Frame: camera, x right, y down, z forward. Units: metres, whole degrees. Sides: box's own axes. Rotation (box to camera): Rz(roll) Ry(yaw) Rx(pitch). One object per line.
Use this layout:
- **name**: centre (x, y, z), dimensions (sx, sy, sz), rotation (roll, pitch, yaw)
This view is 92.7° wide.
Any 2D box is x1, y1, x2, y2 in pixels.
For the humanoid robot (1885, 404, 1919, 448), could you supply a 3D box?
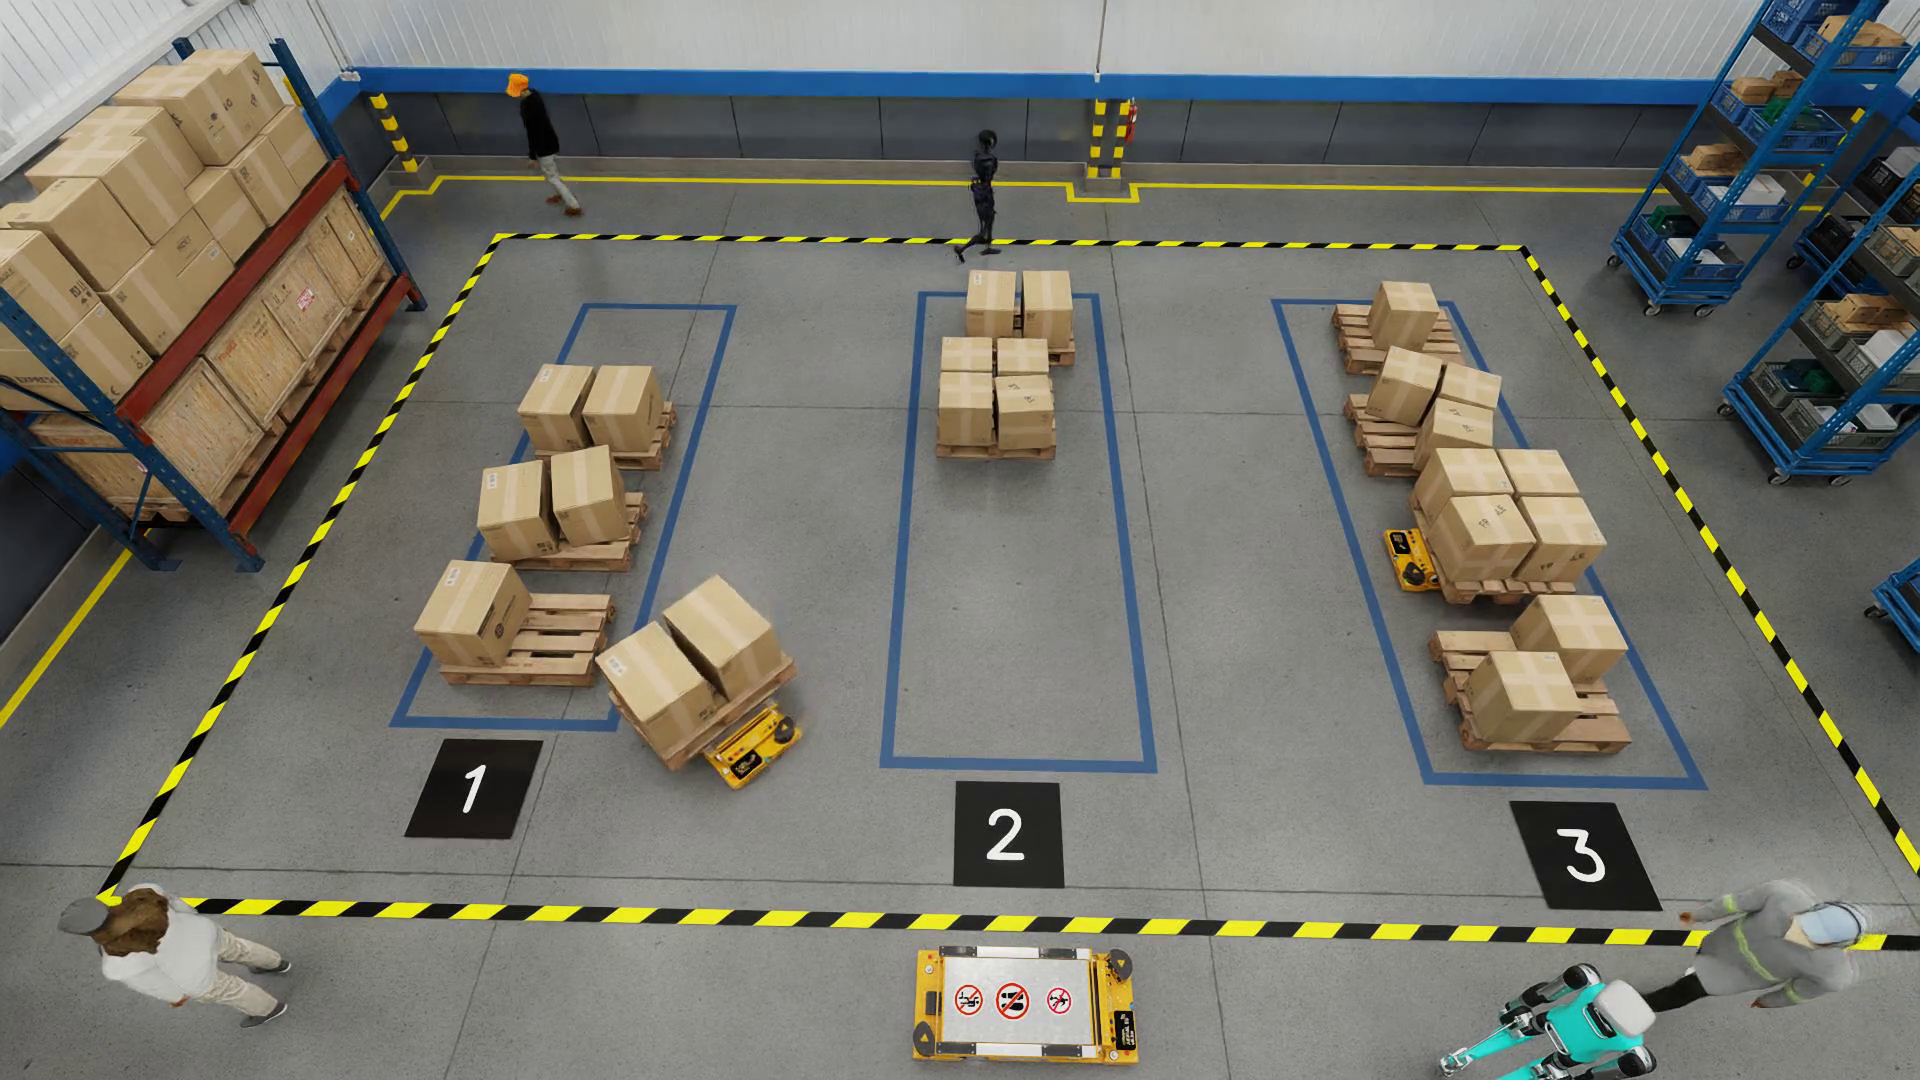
- **humanoid robot**: centre (9.446, -1.511, 8.838), dimensions (0.584, 1.644, 0.586), rotation (3, 51, 2)

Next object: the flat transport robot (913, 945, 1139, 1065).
- **flat transport robot**: centre (0.422, 3.041, 6.007), dimensions (1.431, 0.231, 0.659), rotation (1, 51, 1)

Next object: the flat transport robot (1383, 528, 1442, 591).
- **flat transport robot**: centre (4.689, 0.155, 8.342), dimensions (1.431, 0.197, 0.652), rotation (1, 51, 1)

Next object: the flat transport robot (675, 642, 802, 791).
- **flat transport robot**: centre (-1.995, 1.302, 7.406), dimensions (1.431, 0.197, 0.652), rotation (37, 60, 26)

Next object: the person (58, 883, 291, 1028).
- **person**: centre (-4.625, 2.489, 5.488), dimensions (0.395, 1.767, 0.574), rotation (-13, 52, -11)

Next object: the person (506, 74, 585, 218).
- **person**: centre (-5.244, -4.968, 11.525), dimensions (0.550, 1.834, 0.631), rotation (-6, 51, -5)

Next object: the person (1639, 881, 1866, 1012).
- **person**: centre (4.723, 2.482, 5.466), dimensions (0.908, 1.814, 0.594), rotation (-2, 51, -1)

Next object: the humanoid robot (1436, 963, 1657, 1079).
- **humanoid robot**: centre (3.093, 2.873, 5.111), dimensions (0.735, 1.674, 0.533), rotation (-11, 52, -9)

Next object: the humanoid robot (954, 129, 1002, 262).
- **humanoid robot**: centre (0.219, -4.101, 10.929), dimensions (0.593, 1.641, 0.590), rotation (-8, 51, -6)
